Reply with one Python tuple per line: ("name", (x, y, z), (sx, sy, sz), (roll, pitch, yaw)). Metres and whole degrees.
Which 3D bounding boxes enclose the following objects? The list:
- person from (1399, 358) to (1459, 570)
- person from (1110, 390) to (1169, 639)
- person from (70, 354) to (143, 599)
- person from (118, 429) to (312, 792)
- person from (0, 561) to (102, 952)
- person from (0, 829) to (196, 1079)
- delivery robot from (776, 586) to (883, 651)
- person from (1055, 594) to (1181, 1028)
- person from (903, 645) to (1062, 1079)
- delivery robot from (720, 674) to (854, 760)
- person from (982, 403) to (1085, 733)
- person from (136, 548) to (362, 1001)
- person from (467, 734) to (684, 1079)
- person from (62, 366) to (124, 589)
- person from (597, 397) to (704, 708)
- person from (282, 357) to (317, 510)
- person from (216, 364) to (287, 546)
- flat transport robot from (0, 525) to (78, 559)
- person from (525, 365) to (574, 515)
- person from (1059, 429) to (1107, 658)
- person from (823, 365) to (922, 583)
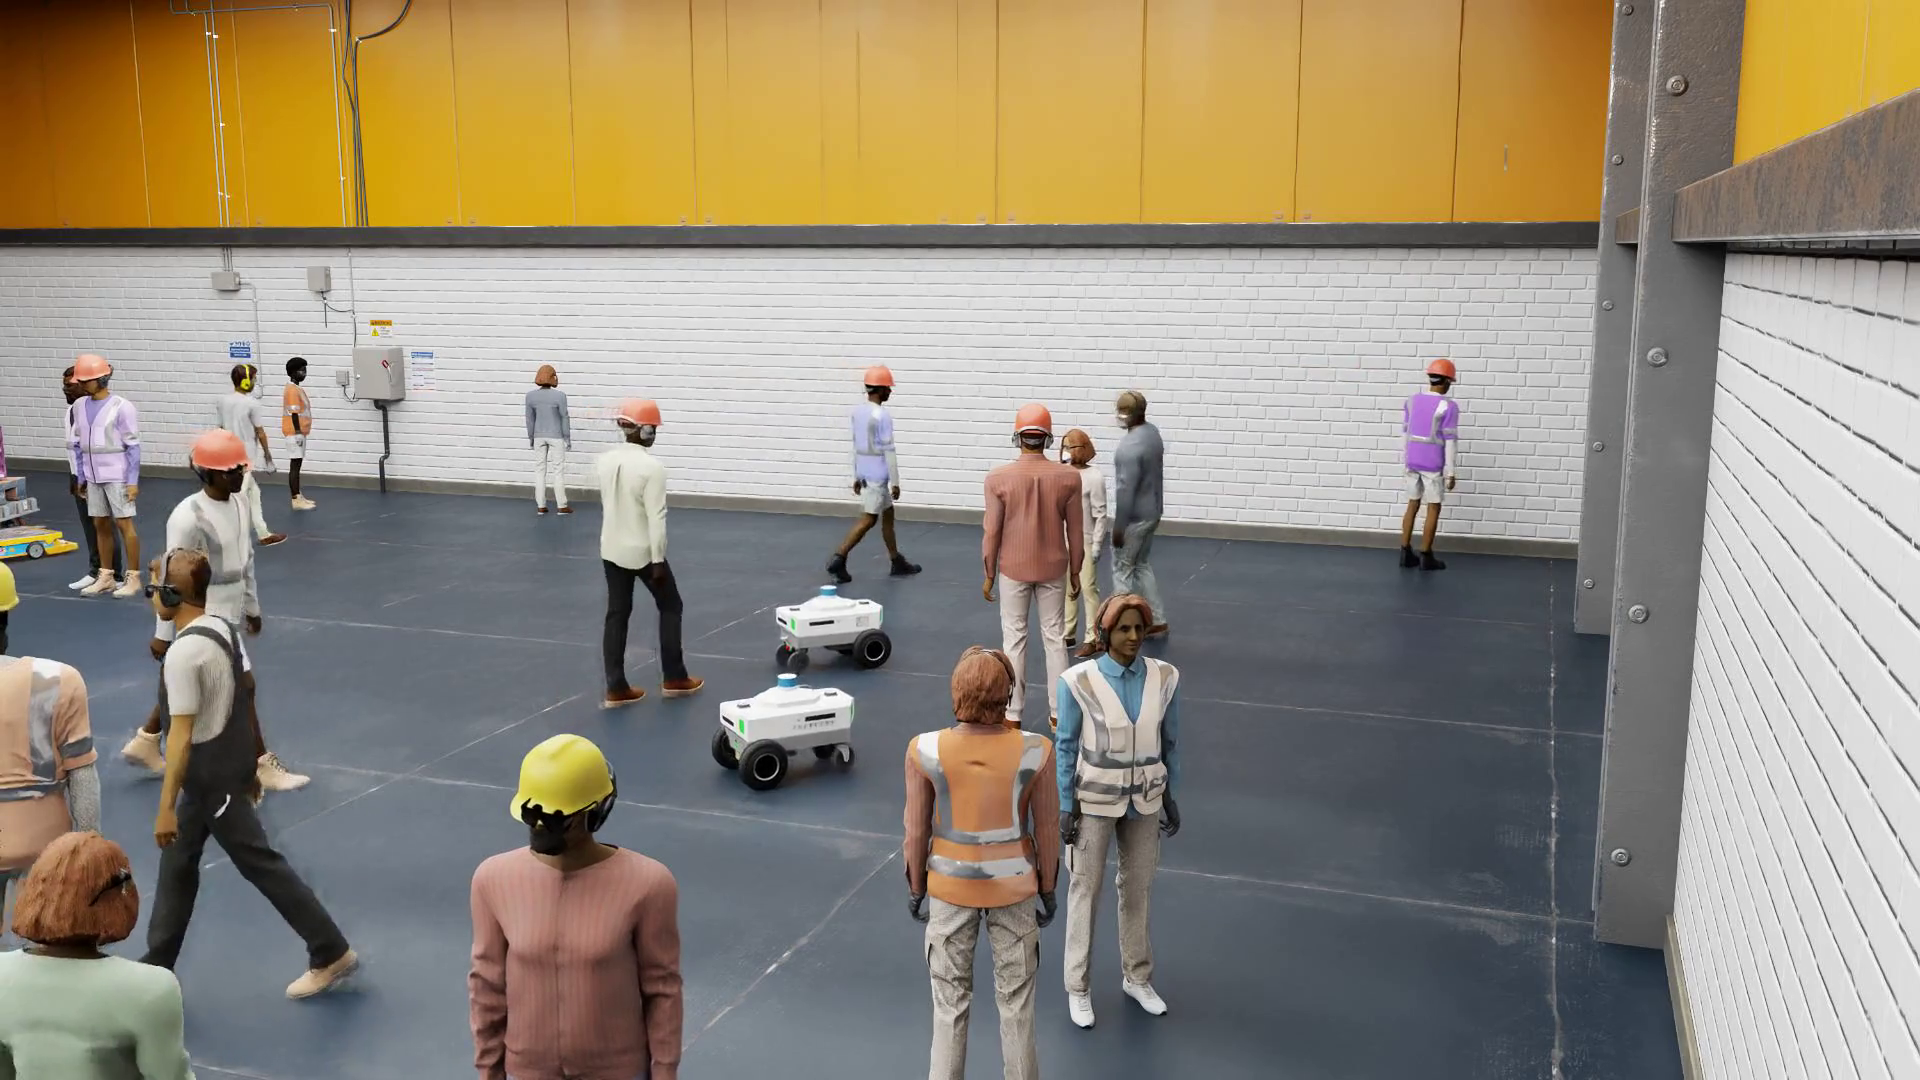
("person", (4.255, -0.678, 15.003), (0.458, 1.908, 0.564), (-8, 13, -37))
("person", (1.241, -0.152, 12.148), (0.486, 1.906, 0.674), (5, 11, 27))
("person", (-7.078, -0.520, 13.771), (0.609, 2.033, 0.404), (3, 11, 18))
("person", (-4.071, 0.377, 8.898), (1.066, 1.987, 0.661), (1, 10, 4))
("person", (-3.155, 1.002, 5.492), (0.601, 1.926, 0.374), (-4, 11, -22))
("person", (-1.990, 1.459, 3.793), (0.524, 1.619, 0.445), (1, 10, 3))
("delivery robot", (-0.908, 0.562, 11.560), (0.707, 0.478, 0.477), (-5, 12, -26))
("person", (0.594, 1.005, 6.279), (0.514, 1.644, 0.309), (-4, 11, -19))
("person", (0.074, 1.156, 5.436), (0.518, 1.640, 0.307), (0, 10, 0))
("delivery robot", (-0.949, 0.984, 9.198), (0.707, 0.478, 0.477), (-5, 11, -28))
("person", (0.432, 0.178, 9.945), (0.622, 1.992, 0.396), (-2, 10, -9))
("person", (-2.833, 0.919, 6.373), (0.989, 1.788, 0.597), (-2, 10, -11))
("person", (-0.950, 1.327, 4.135), (0.524, 1.764, 0.329), (0, 10, 0))
("person", (-7.343, -0.517, 14.074), (0.600, 1.917, 0.377), (7, 13, 36))
("person", (-2.000, 0.066, 10.661), (0.641, 1.961, 0.817), (7, 12, 33))
("person", (-7.344, -1.179, 18.438), (0.322, 1.692, 0.530), (-3, 11, -19))
("person", (-6.870, -0.761, 15.801), (0.520, 1.819, 0.982), (5, 11, 26))
("flat transport robot", (-9.049, 0.072, 15.395), (0.652, 0.197, 1.431), (6, 12, 32))
("person", (-4.463, -1.086, 18.081), (0.498, 1.634, 0.278), (2, 10, 11))
("person", (0.834, 0.022, 11.843), (0.280, 1.632, 0.501), (-8, 13, -38))
("person", (-0.781, -0.578, 14.494), (0.966, 1.900, 0.558), (-6, 12, -30))
